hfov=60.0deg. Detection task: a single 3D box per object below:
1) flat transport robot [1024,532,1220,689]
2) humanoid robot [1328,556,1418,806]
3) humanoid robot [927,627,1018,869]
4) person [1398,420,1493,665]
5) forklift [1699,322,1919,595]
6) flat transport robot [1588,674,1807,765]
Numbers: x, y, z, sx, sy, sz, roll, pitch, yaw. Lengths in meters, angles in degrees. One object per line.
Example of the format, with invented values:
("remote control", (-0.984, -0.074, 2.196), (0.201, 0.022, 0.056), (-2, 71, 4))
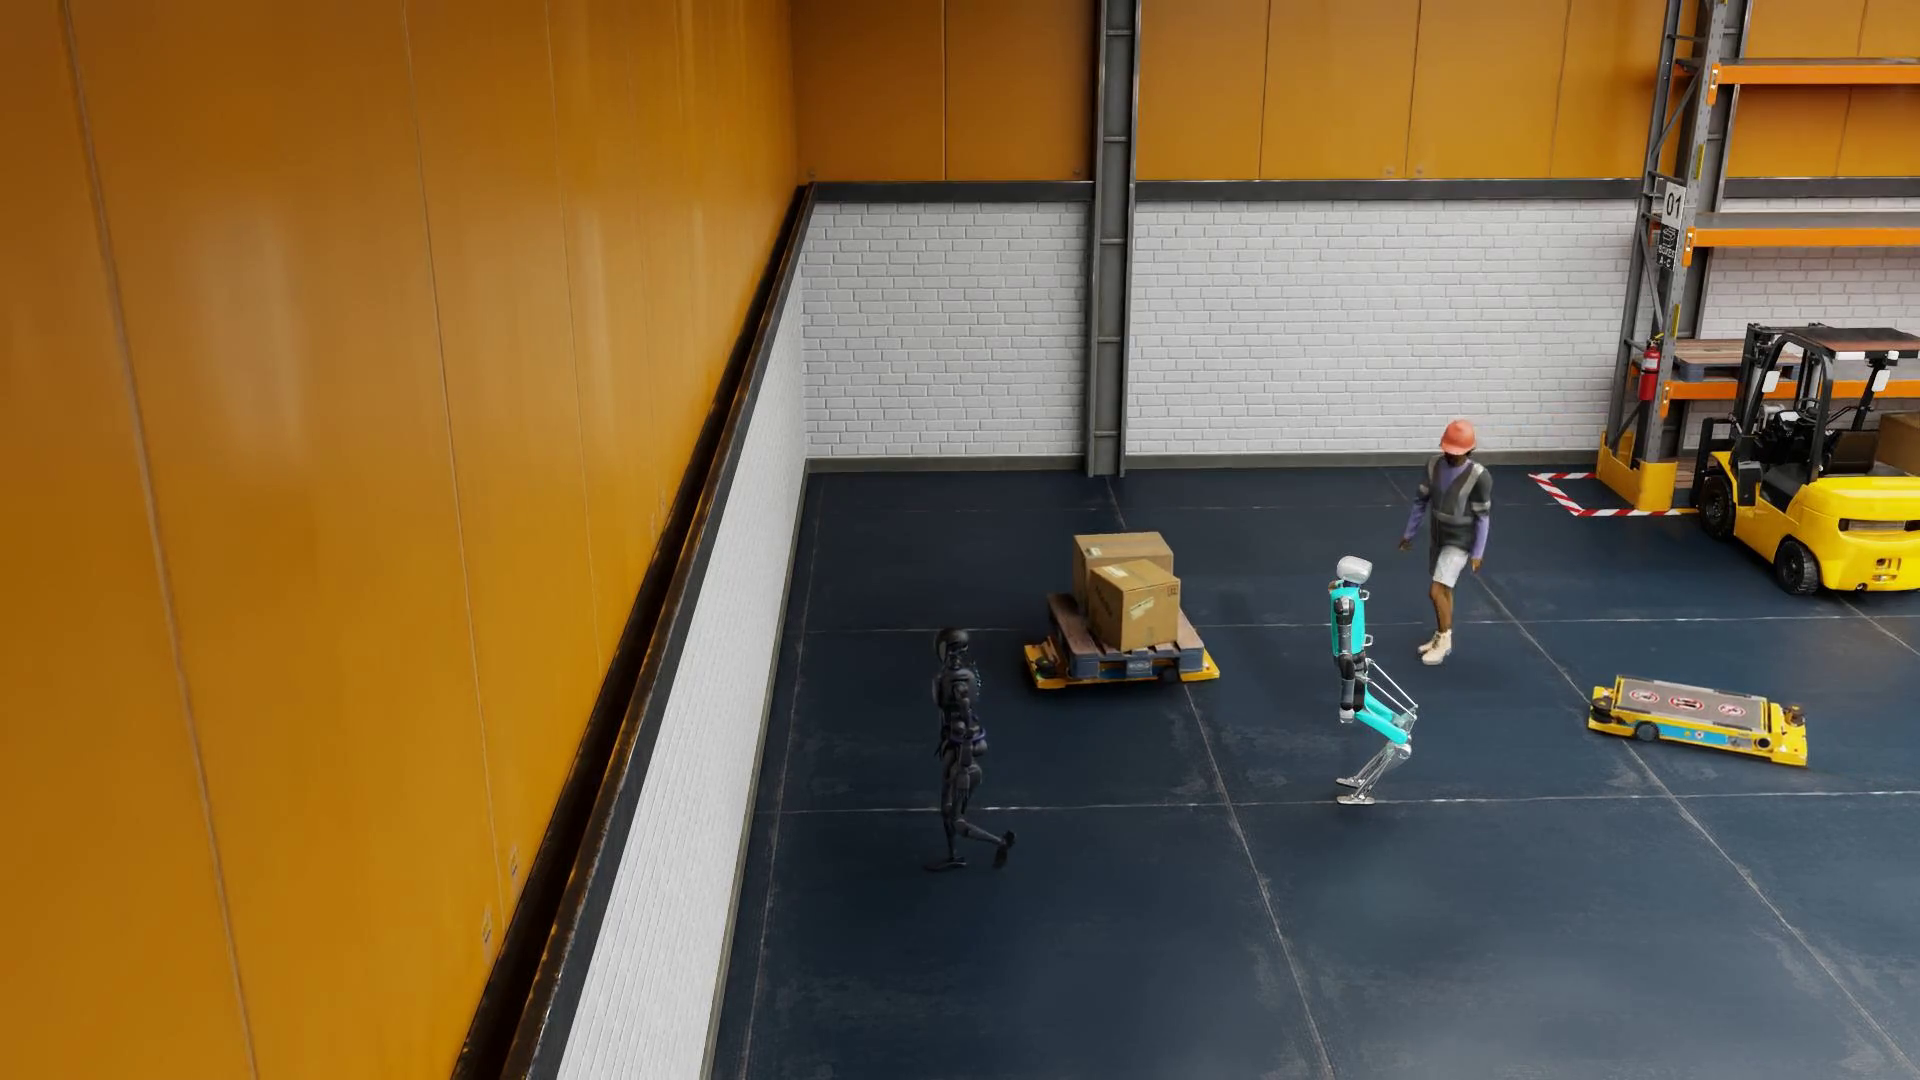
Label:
("flat transport robot", (1.258, 0.917, 13.067), (1.431, 0.231, 0.659), (-3, 20, -7))
("humanoid robot", (2.701, 0.930, 10.719), (0.735, 1.677, 0.533), (6, 21, 15))
("humanoid robot", (0.069, 1.266, 10.097), (0.542, 1.634, 0.616), (-5, 21, -14))
("person", (3.755, 0.013, 13.002), (0.614, 2.012, 0.668), (-10, 23, -26))
("forklift", (7.809, -0.792, 14.926), (1.214, 2.155, 2.313), (-1, 20, -2))
("flat transport robot", (5.337, 1.292, 12.050), (1.431, 0.231, 0.659), (9, 22, 22))
